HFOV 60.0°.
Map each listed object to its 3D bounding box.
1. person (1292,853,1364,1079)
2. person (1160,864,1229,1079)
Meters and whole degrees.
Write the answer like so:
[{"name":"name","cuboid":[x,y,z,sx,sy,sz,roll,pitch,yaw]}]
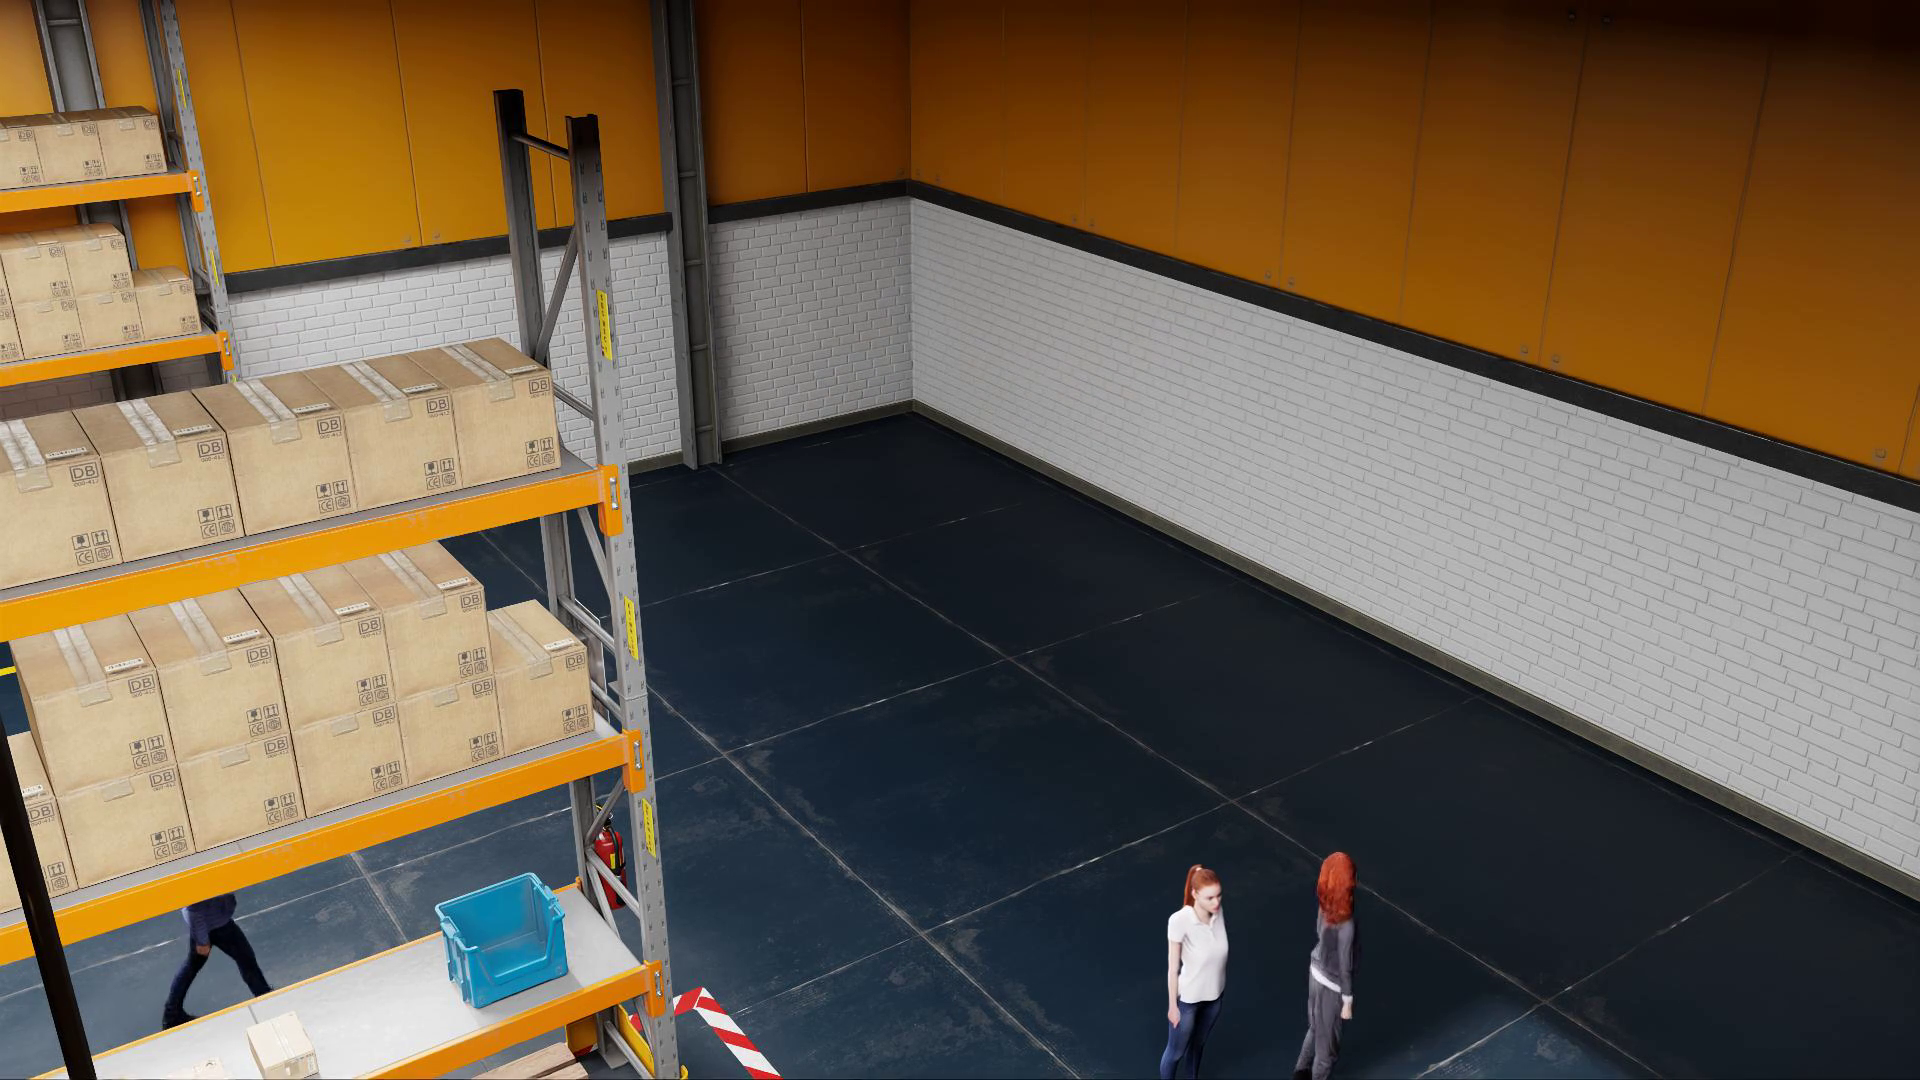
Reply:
[{"name":"person","cuboid":[2.217,2.646,9.851,0.716,1.769,0.695,6,24,14]},{"name":"person","cuboid":[1.380,2.676,9.820,0.458,1.739,0.623,-16,28,-33]}]
